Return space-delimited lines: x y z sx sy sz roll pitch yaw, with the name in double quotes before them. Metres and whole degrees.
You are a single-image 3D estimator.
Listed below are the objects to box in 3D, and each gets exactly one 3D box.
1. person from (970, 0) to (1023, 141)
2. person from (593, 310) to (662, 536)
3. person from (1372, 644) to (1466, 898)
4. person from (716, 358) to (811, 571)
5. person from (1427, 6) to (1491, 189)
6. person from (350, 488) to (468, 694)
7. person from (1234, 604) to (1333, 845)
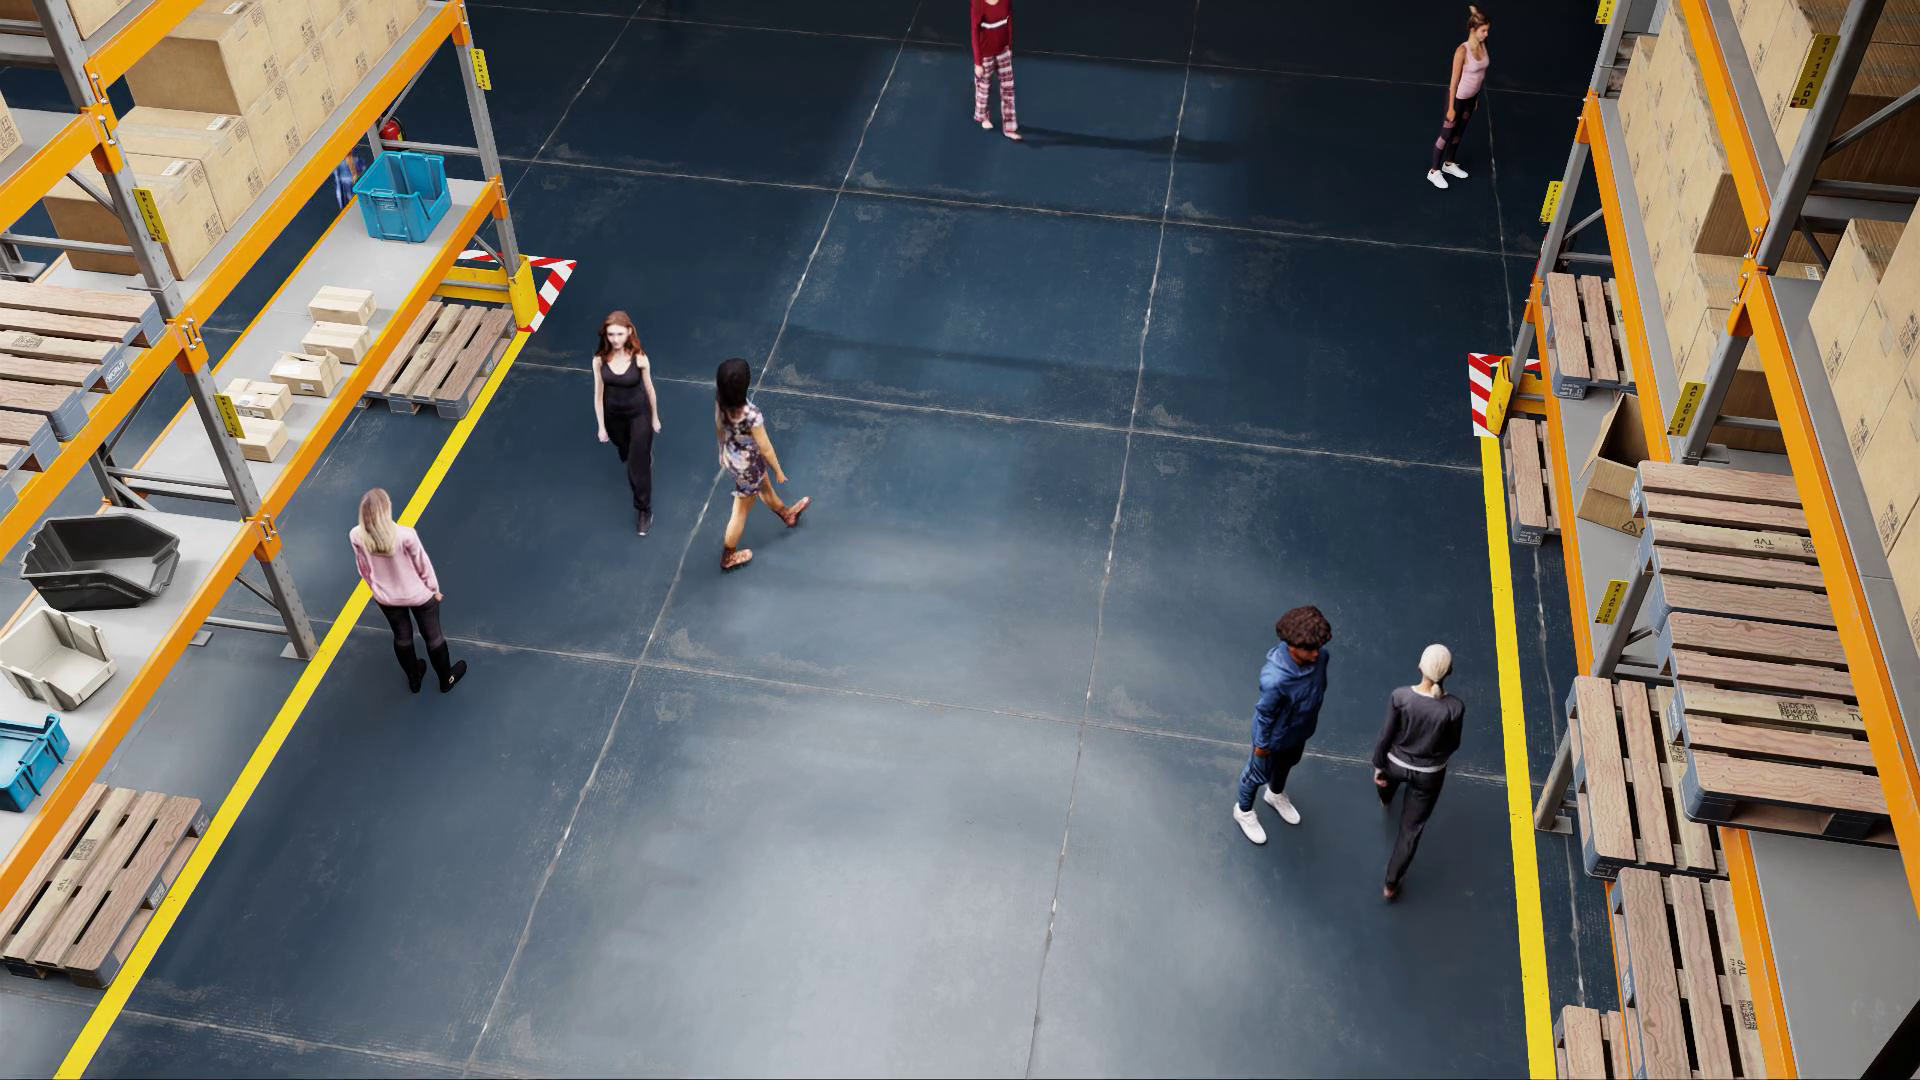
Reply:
"person" 0.262 -4.639 15.677 0.950 1.683 1.032 -21 48 -21
"person" -2.335 -0.926 11.752 0.695 1.721 1.121 0 44 0
"person" 2.555 1.329 9.414 0.773 1.682 1.176 17 46 17
"person" -1.523 -0.465 11.288 1.144 1.694 1.031 -30 51 -28
"person" 4.531 -4.017 15.041 0.640 1.660 0.708 -28 50 -27
"person" -3.500 0.329 10.459 0.616 1.688 0.557 3 44 3
"person" 1.874 1.044 9.622 0.730 1.807 0.802 -28 50 -26
